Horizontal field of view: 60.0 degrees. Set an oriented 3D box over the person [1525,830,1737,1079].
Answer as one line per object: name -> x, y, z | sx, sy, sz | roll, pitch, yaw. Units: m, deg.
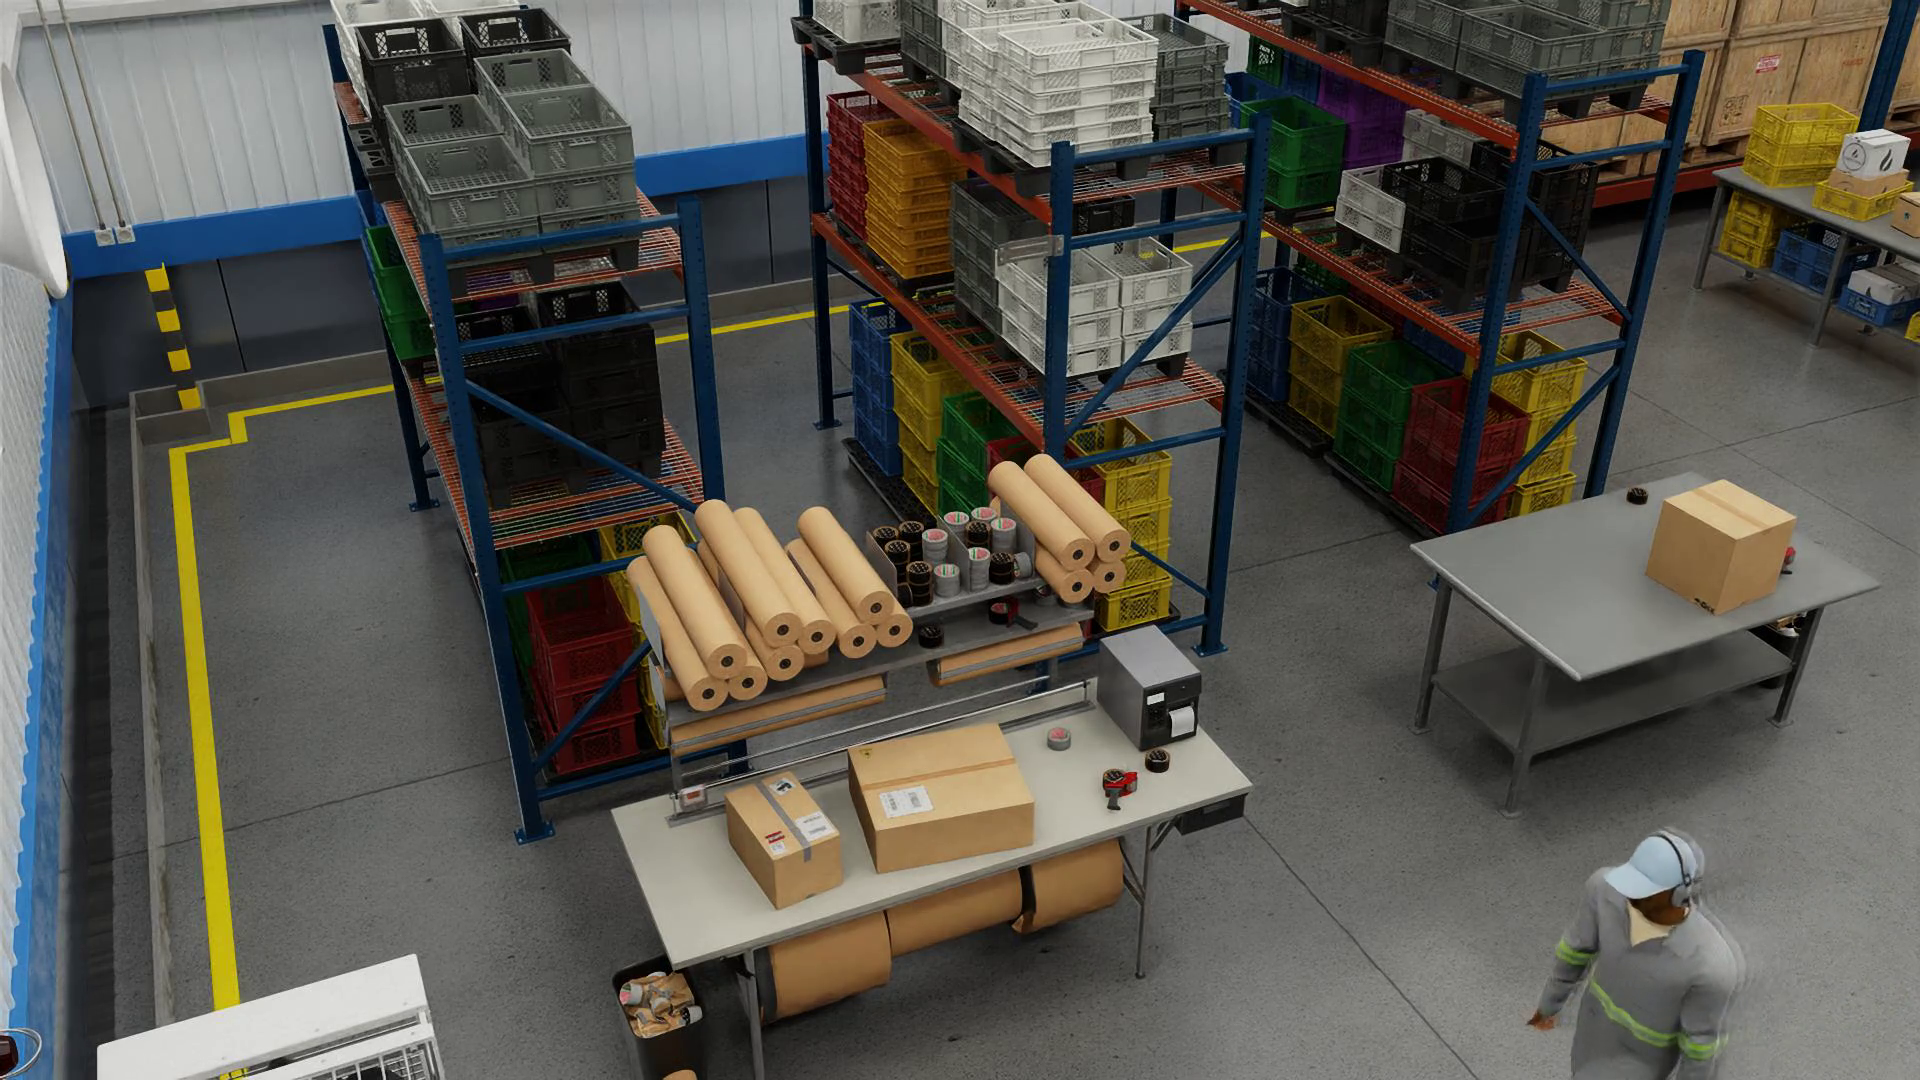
person -> 2.191, 1.727, 5.672 | 0.583, 1.831, 0.610 | -13, 34, -20
